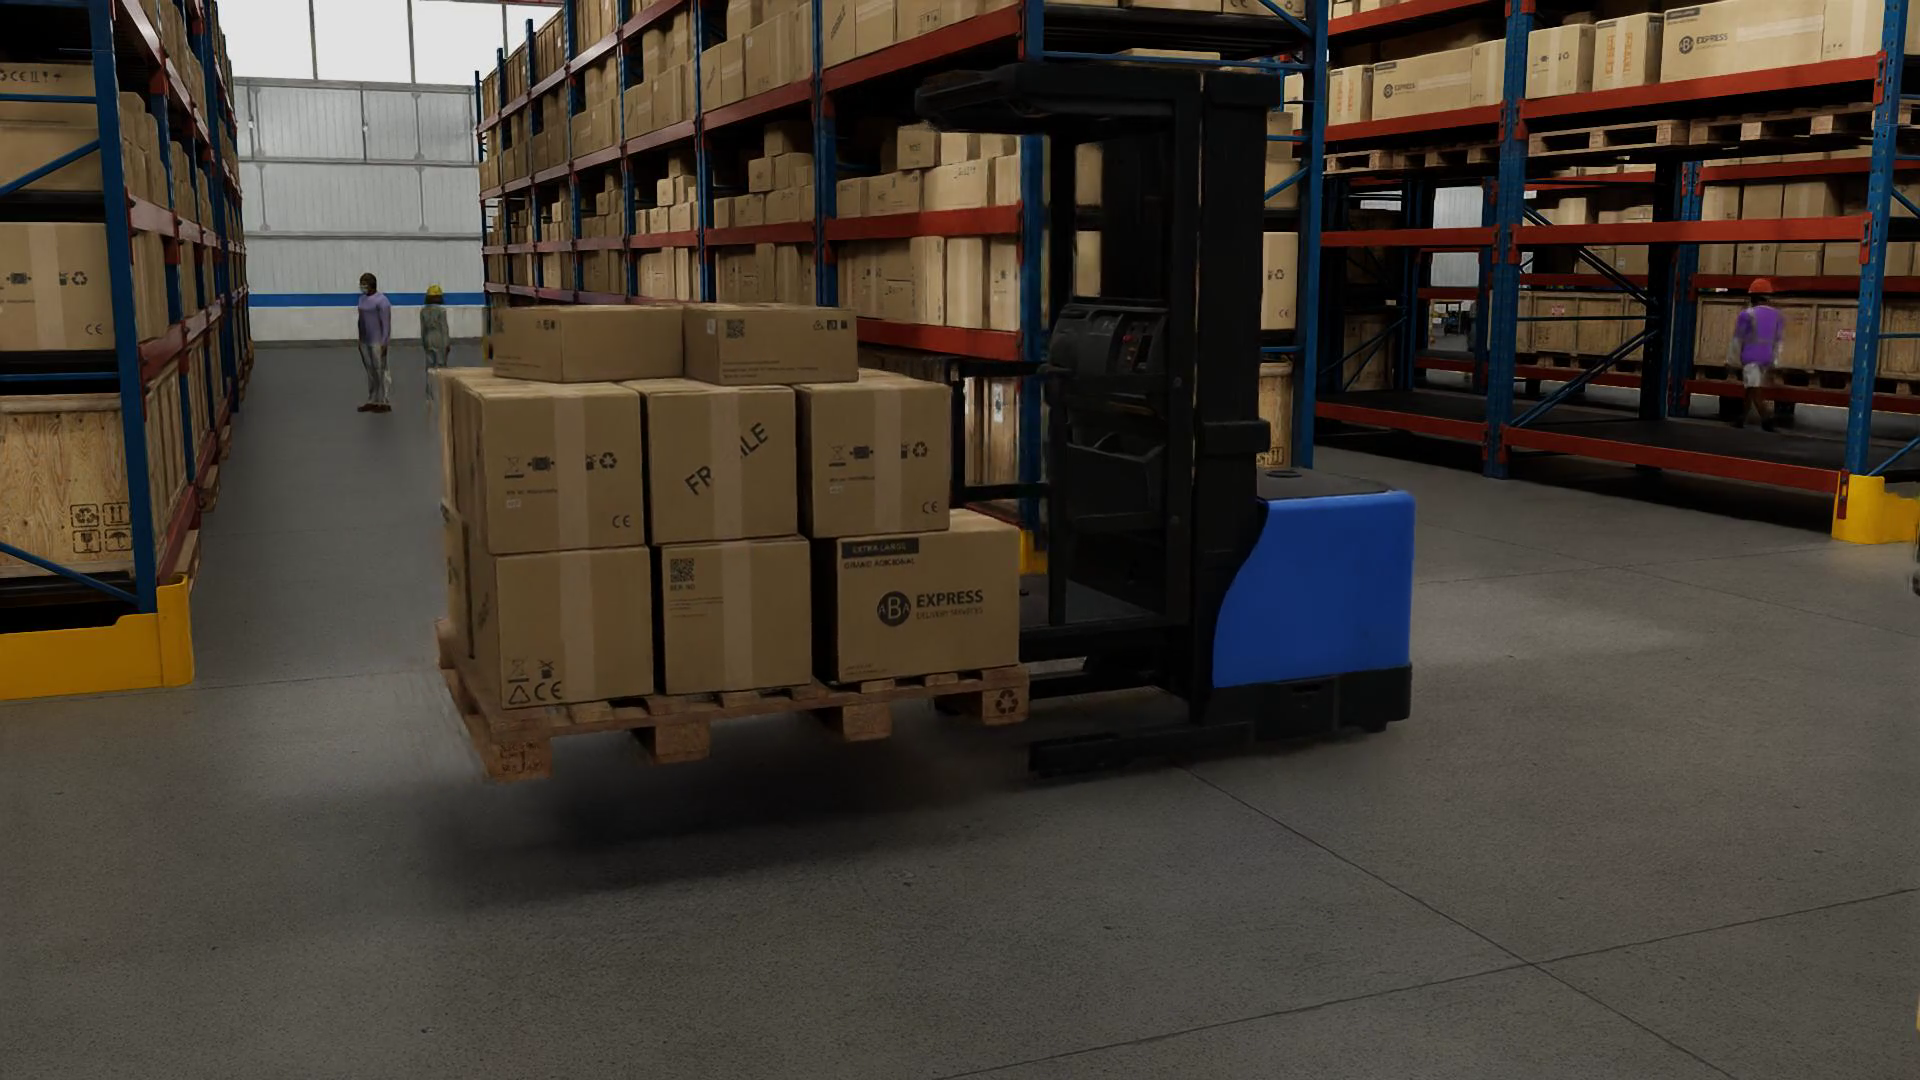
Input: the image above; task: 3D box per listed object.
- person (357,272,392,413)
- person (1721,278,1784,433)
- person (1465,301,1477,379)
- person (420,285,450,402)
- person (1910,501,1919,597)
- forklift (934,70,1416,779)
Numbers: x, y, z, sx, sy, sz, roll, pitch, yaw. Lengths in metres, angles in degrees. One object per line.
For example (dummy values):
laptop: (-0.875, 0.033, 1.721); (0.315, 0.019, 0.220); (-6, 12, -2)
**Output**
person: (-8.119, -2.727, 23.024); (0.629, 1.936, 0.373); (7, 12, 34)
person: (9.374, -2.116, 19.524); (0.565, 1.900, 0.992); (-2, 10, -14)
person: (9.302, -3.701, 29.690); (0.550, 1.664, 0.360); (-3, 10, -16)
person: (-7.739, -2.895, 24.603); (0.492, 1.744, 0.295); (4, 10, 24)
person: (4.125, 0.127, 6.680); (0.611, 1.680, 0.518); (3, 10, 17)
forklift: (0.960, -0.558, 7.207); (1.873, 2.768, 1.129); (-4, 10, -23)
